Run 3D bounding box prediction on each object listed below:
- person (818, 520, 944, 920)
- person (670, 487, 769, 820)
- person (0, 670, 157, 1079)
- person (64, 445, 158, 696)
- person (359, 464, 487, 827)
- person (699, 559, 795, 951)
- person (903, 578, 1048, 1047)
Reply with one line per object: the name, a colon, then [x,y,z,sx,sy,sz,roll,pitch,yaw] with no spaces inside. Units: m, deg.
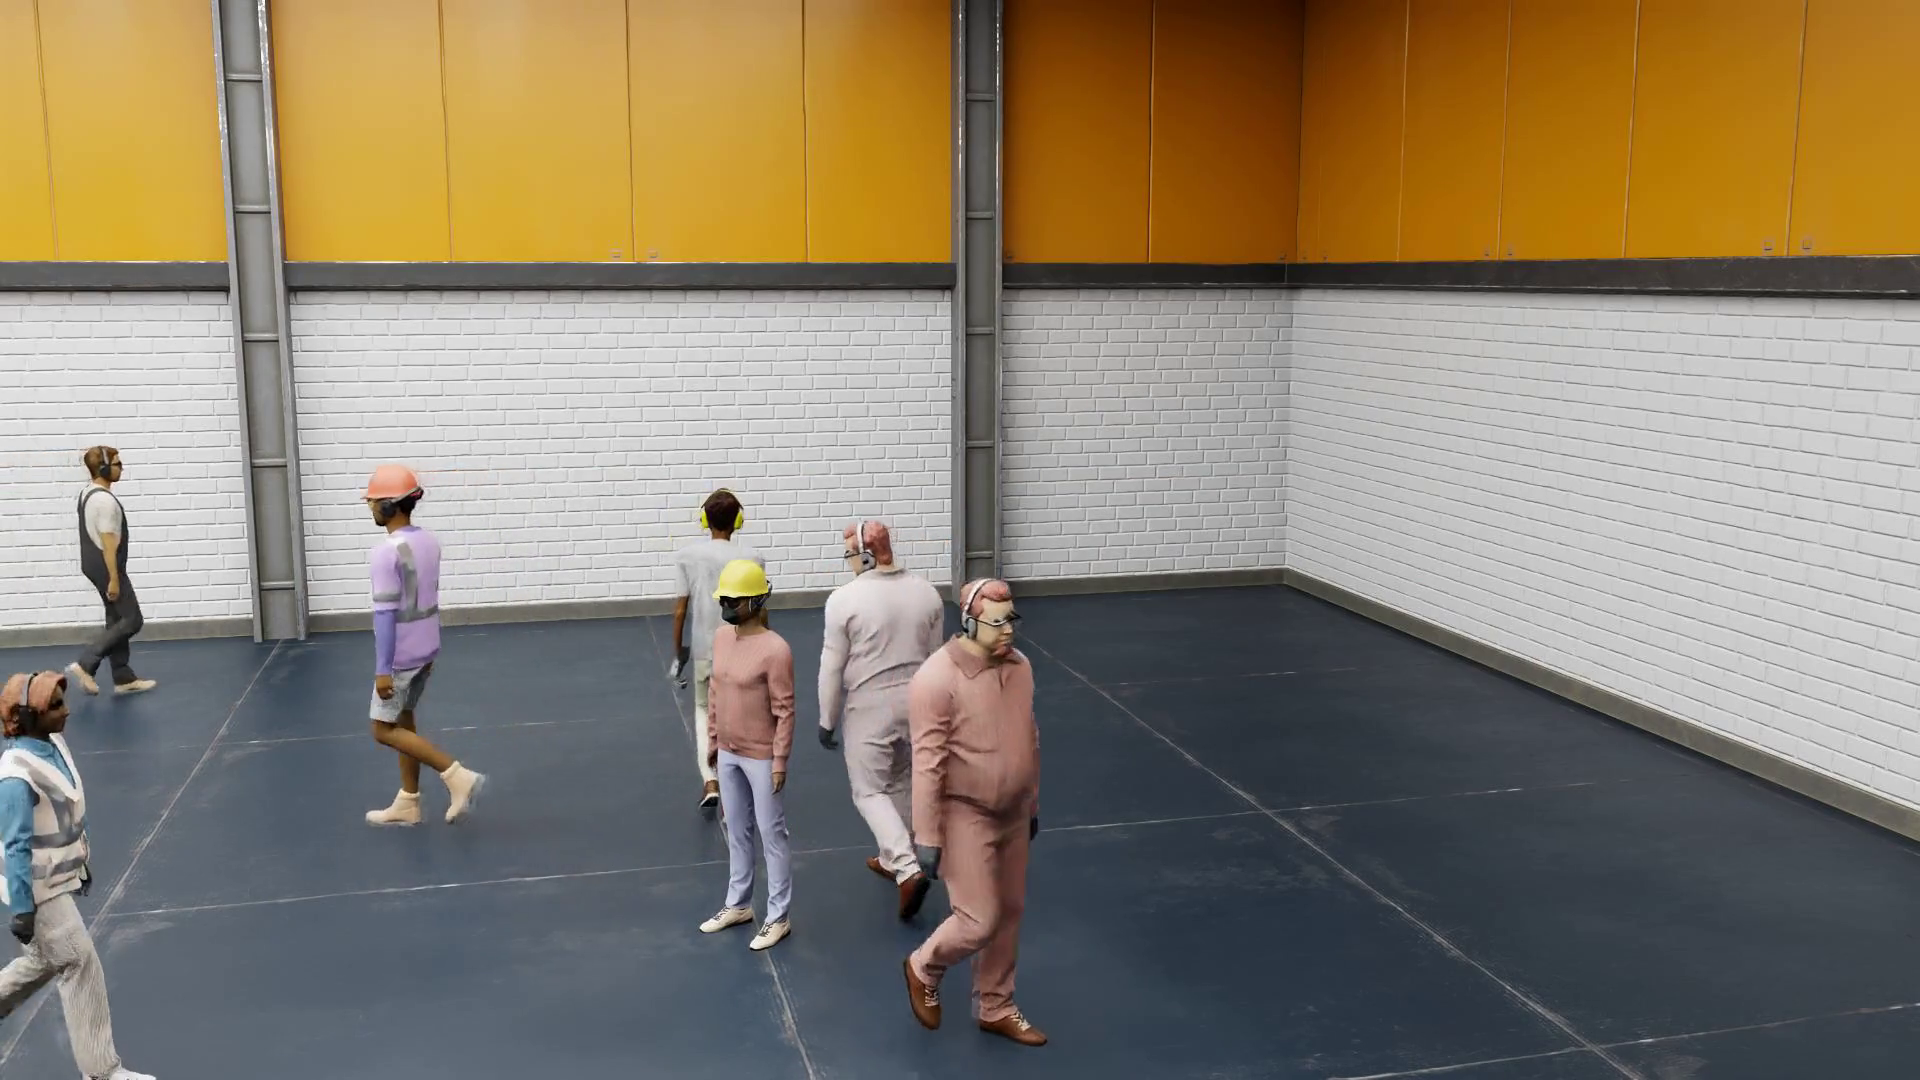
person: [-0.329,0.837,7.966,0.650,1.870,0.826,-7,11,-37]
person: [-1.325,0.634,9.267,0.565,1.850,0.420,-1,9,-4]
person: [-3.413,1.264,6.063,0.724,1.617,0.514,-3,10,-18]
person: [-6.091,0.235,11.846,0.505,1.835,0.515,-9,12,-43]
person: [-2.936,0.597,8.967,0.635,2.022,0.622,1,9,6]
person: [-0.961,0.959,7.511,0.524,1.769,0.314,8,12,41]
person: [0.064,1.065,6.471,0.500,1.888,0.712,8,12,40]
